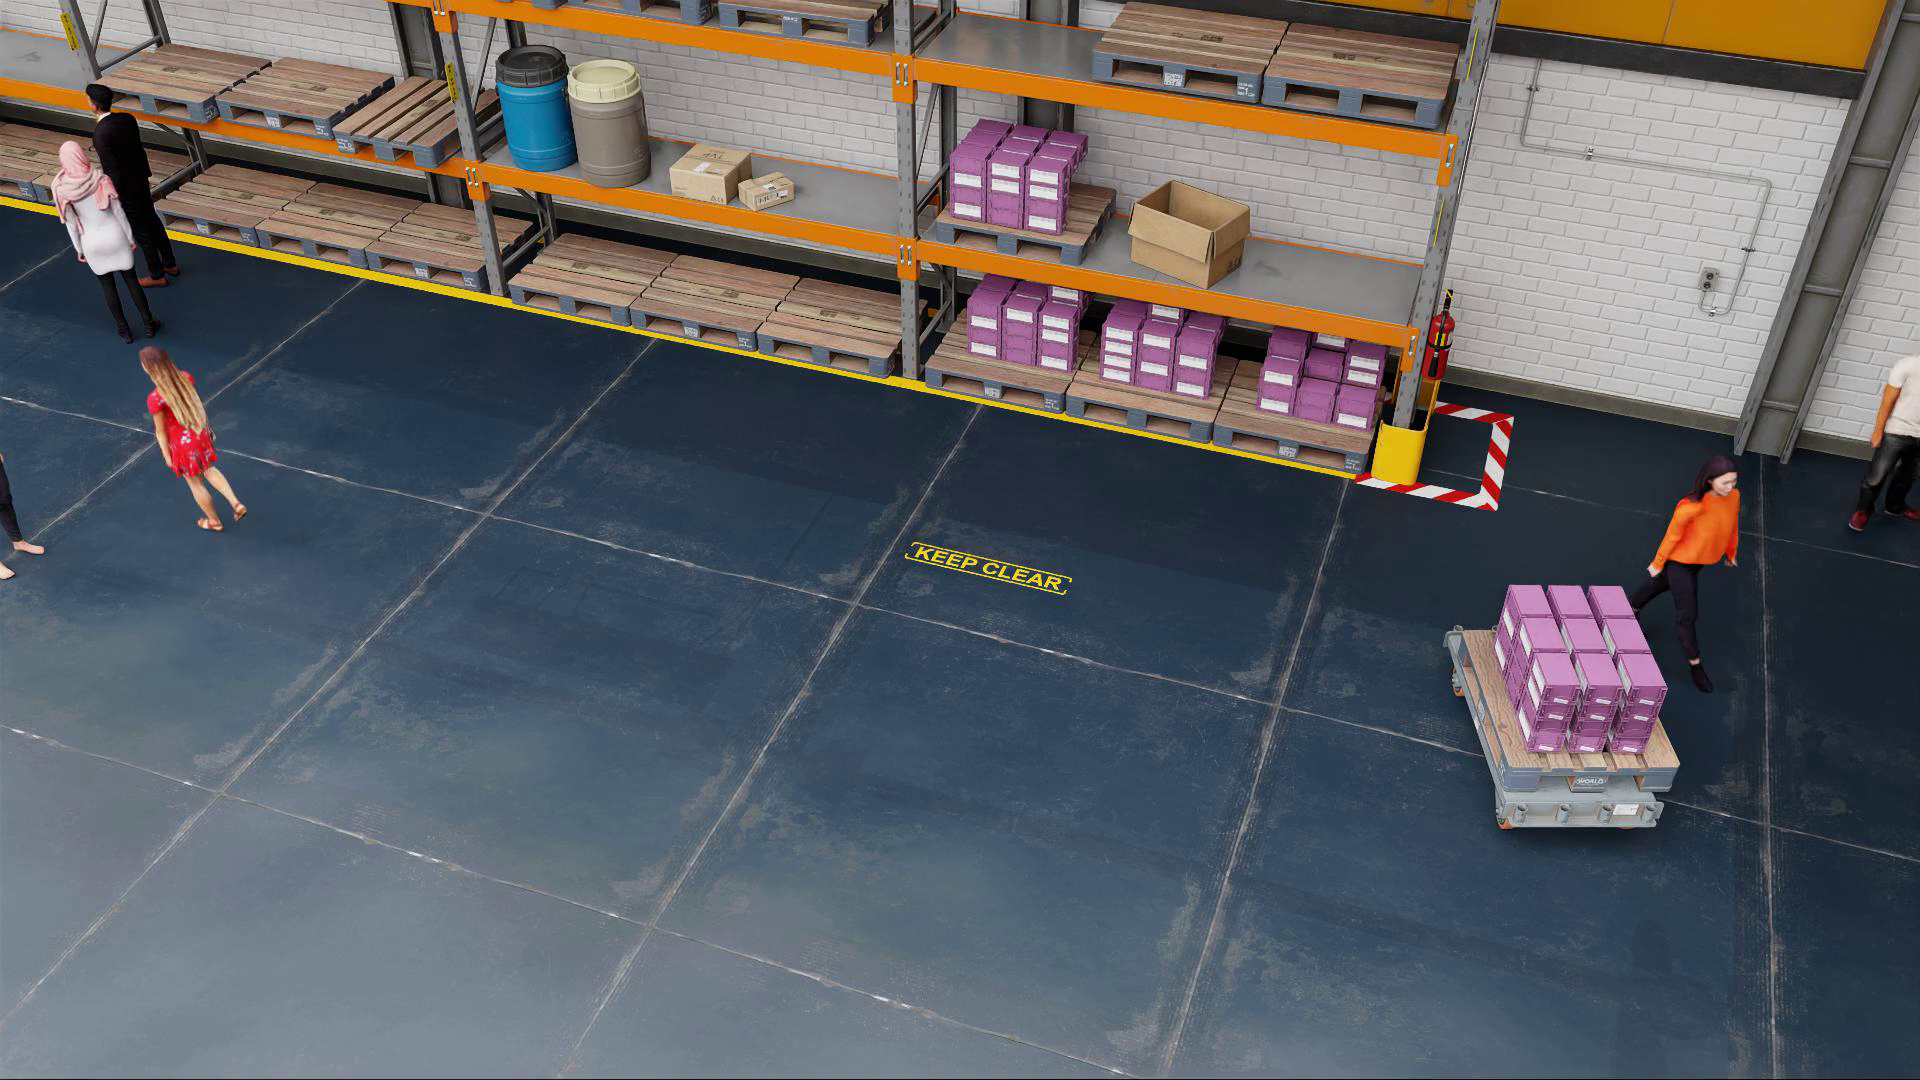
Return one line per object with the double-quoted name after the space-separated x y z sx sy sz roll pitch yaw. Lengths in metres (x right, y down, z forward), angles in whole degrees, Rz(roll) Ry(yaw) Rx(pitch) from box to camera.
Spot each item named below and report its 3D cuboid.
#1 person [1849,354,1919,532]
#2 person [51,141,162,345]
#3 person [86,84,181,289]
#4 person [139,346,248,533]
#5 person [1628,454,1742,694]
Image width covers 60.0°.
6.780 -0.810 11.850 0.707 1.765 0.977 -6 39 -8 "person"
-7.166 -2.492 13.926 0.733 1.803 0.791 -17 42 -20 "person"
-7.312 -3.126 14.656 0.627 1.883 0.746 5 39 6 "person"
-5.423 -0.677 11.829 0.745 1.584 0.597 16 41 19 "person"
4.635 0.103 10.764 1.140 1.694 1.224 -21 43 -24 "person"
